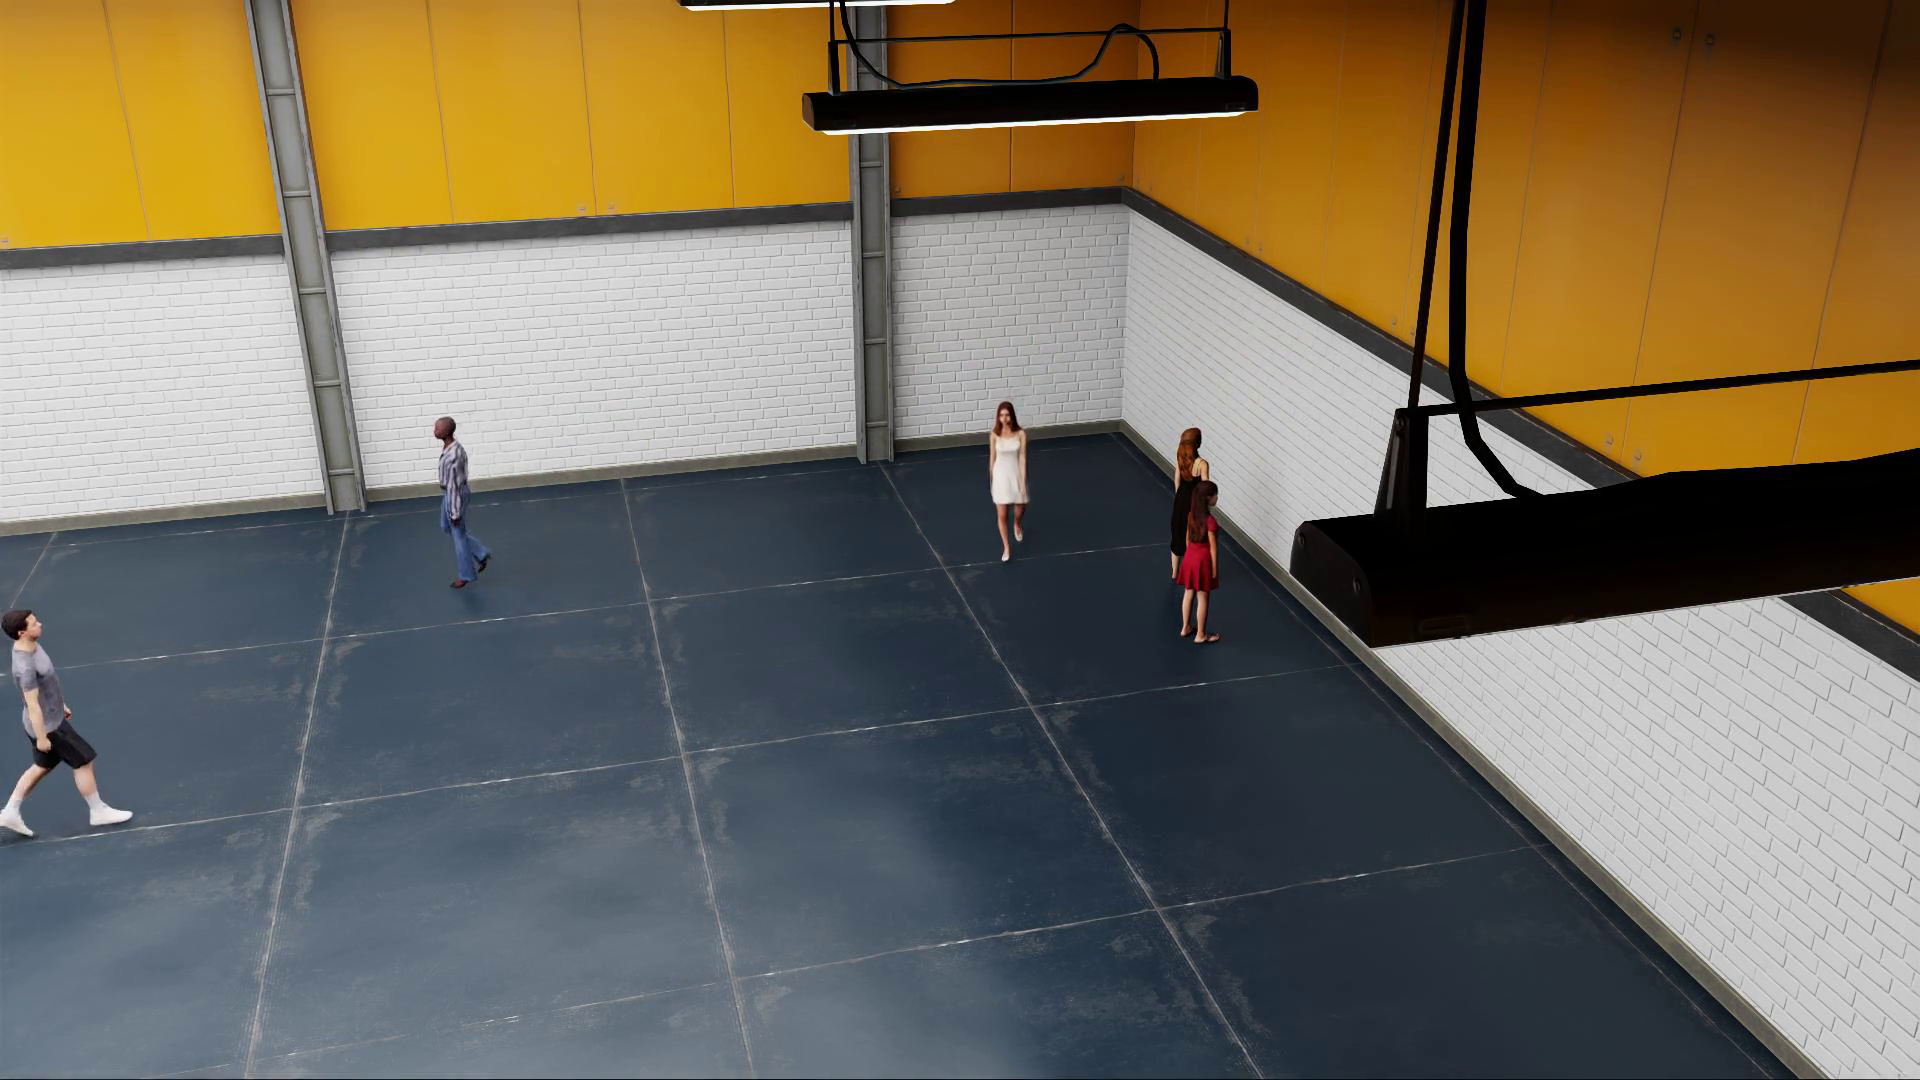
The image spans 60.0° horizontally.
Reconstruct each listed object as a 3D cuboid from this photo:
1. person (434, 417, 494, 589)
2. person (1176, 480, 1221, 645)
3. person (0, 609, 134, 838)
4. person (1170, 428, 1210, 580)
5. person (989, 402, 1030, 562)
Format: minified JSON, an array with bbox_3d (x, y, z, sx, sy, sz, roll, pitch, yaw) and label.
[{"bbox_3d":[-4.840,-0.370,16.290,0.671,1.783,0.645,-7,24,-15],"label":"person"},{"bbox_3d":[2.207,0.193,15.290,0.695,1.553,0.638,-16,28,-32],"label":"person"},{"bbox_3d":[-6.836,1.363,12.244,1.197,1.850,0.805,-11,26,-24],"label":"person"},{"bbox_3d":[2.272,-0.346,16.434,0.706,1.625,0.668,-22,32,-40],"label":"person"},{"bbox_3d":[0.513,-0.647,17.033,0.836,1.696,0.806,2,24,6],"label":"person"}]
